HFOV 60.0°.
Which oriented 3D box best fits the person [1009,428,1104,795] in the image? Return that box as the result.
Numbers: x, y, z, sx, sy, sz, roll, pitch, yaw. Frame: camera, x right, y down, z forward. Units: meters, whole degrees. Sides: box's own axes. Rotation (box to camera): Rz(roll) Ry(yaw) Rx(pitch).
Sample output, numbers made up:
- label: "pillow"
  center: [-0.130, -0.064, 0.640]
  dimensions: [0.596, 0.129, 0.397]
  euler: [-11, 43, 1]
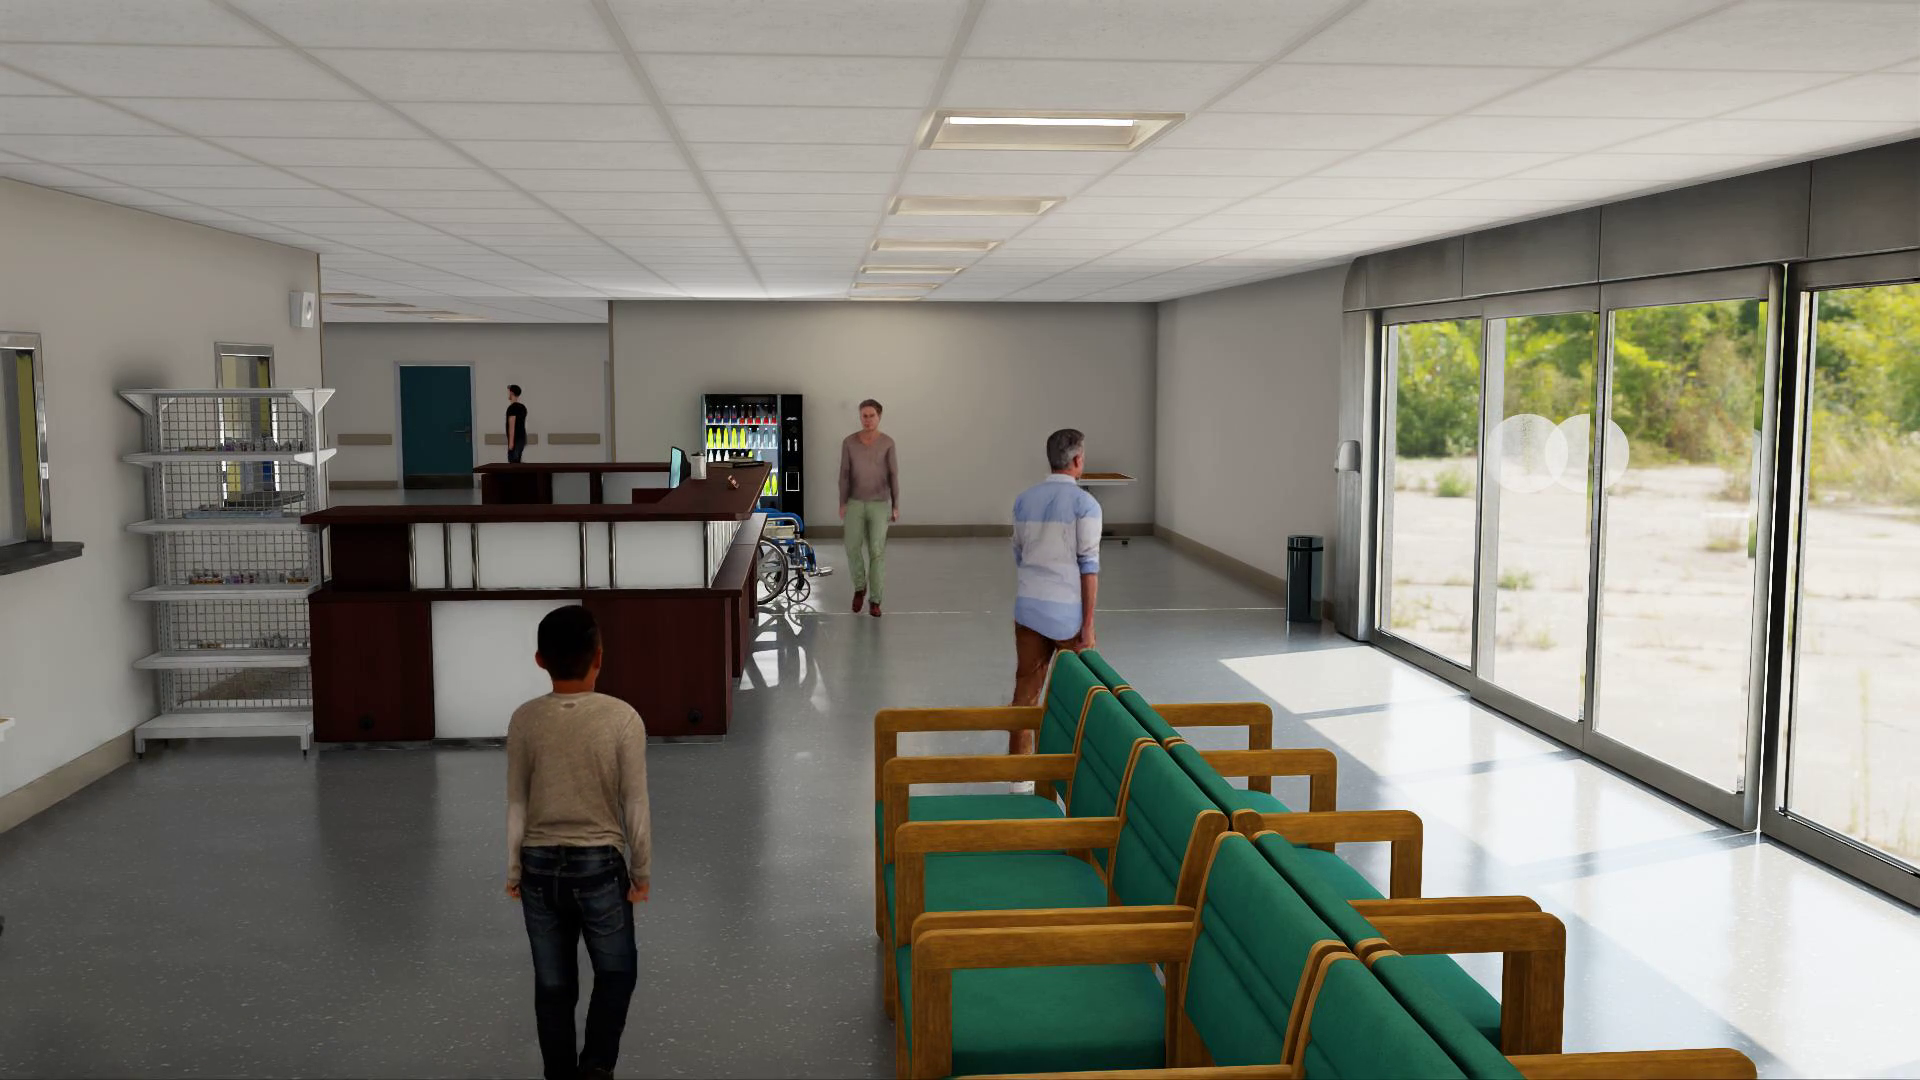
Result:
- label: "person"
  center: [0.421, 0.384, 8.191]
  dimensions: [1.182, 1.779, 1.179]
  euler: [4, 7, 32]

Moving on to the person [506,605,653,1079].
- label: "person"
  center: [-1.057, 0.921, 4.487]
  dimensions: [0.678, 1.452, 0.617]
  euler: [0, 6, -4]

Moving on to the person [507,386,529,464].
- label: "person"
  center: [-7.365, -1.628, 27.716]
  dimensions: [0.729, 1.875, 0.757]
  euler: [0, 6, -1]

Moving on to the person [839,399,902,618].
- label: "person"
  center: [-0.790, -0.274, 14.351]
  dimensions: [0.634, 1.856, 0.767]
  euler: [0, 6, 0]
